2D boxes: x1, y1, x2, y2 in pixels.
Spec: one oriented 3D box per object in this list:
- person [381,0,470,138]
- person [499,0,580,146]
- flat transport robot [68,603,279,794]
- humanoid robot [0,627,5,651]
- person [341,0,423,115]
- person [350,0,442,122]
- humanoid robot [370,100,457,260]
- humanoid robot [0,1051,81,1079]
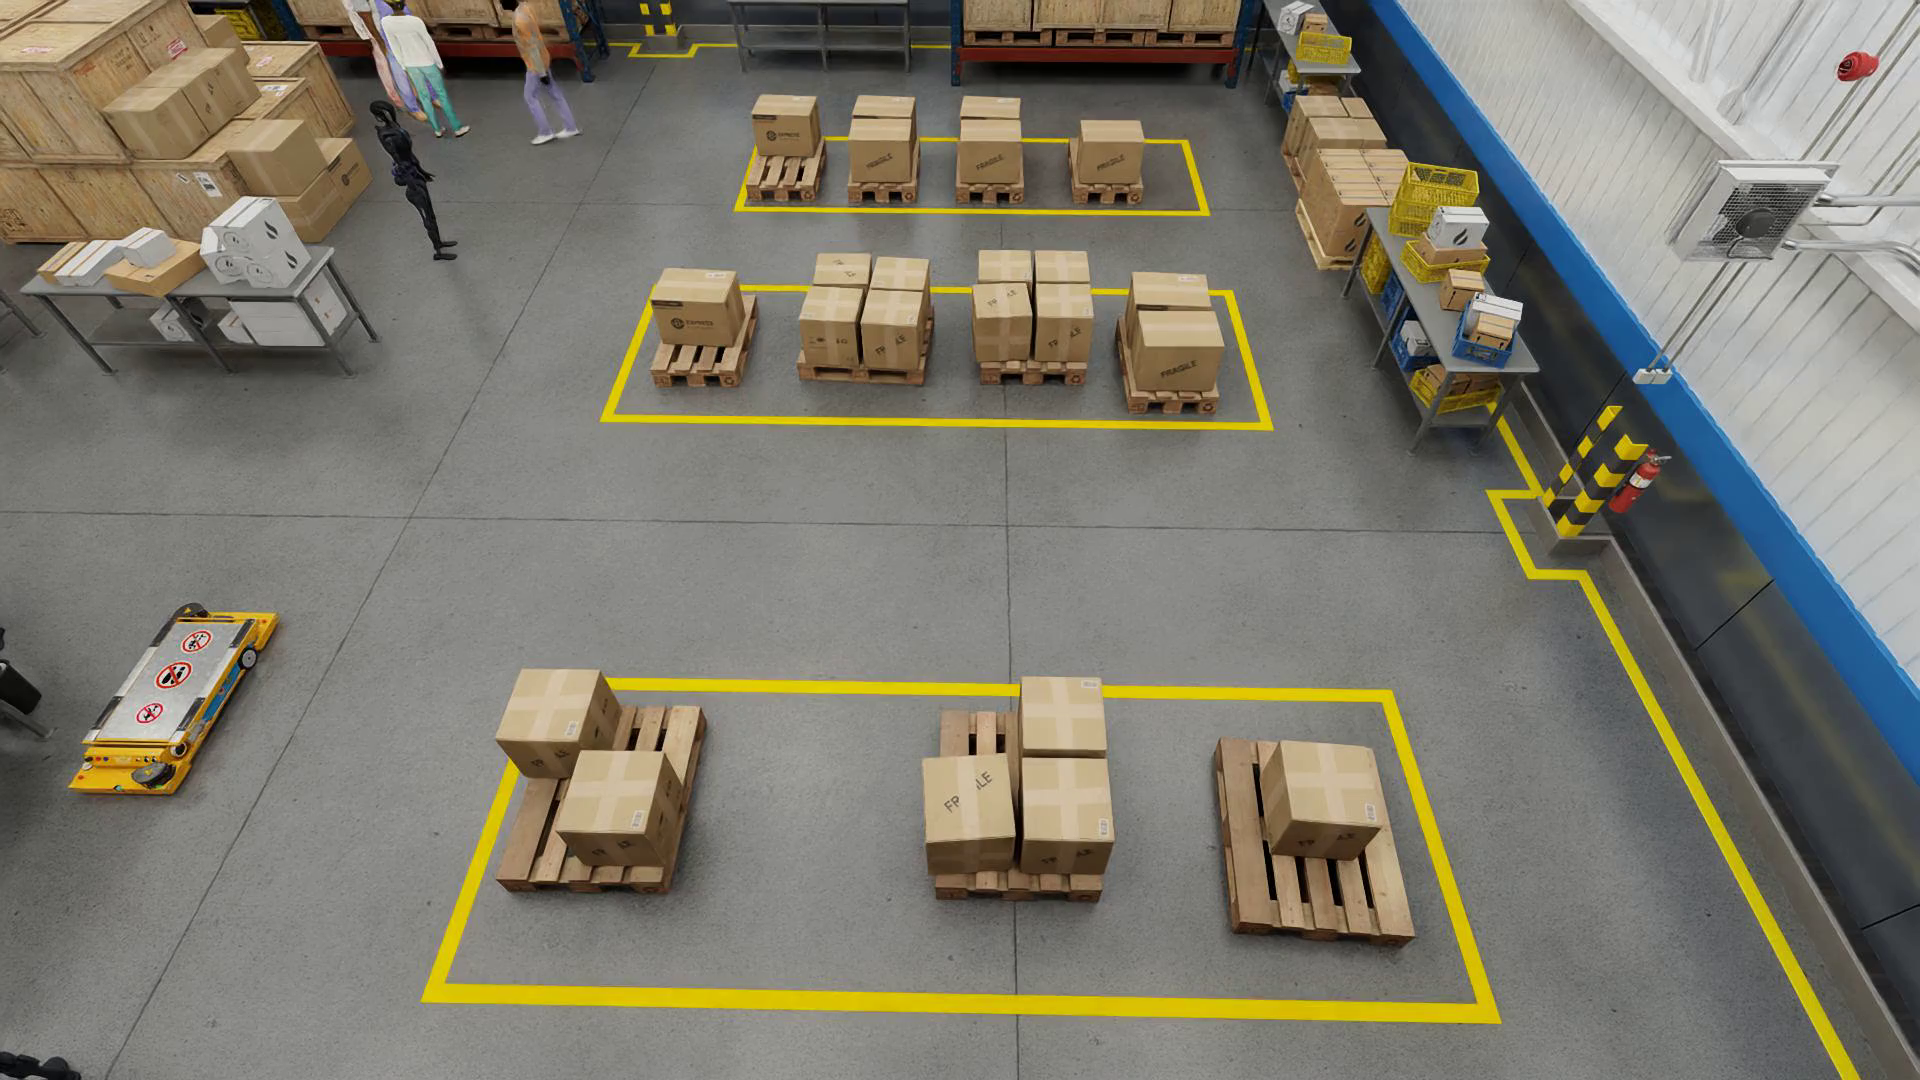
[{"bbox_3d":[-6.697,-5.927,11.400,0.532,1.766,0.326,-1,50,-1],"label":"person"},{"bbox_3d":[-5.304,-5.849,11.247,0.743,1.901,0.588,-9,50,-8],"label":"person"},{"bbox_3d":[-5.504,1.072,6.442,0.652,0.197,1.431,1,50,1],"label":"flat transport robot"},{"bbox_3d":[-7.313,0.284,6.196,0.609,1.656,0.315,-17,52,-14],"label":"humanoid robot"},{"bbox_3d":[-7.487,-6.559,11.792,0.387,1.987,0.608,11,51,9],"label":"person"},{"bbox_3d":[-7.152,-6.455,11.670,0.536,2.000,0.672,16,52,13],"label":"person"},{"bbox_3d":[-5.730,-3.775,9.629,0.315,1.657,0.610,-13,51,-11],"label":"humanoid robot"},{"bbox_3d":[-5.036,2.484,4.340,0.337,1.652,0.581,20,53,16],"label":"humanoid robot"}]
